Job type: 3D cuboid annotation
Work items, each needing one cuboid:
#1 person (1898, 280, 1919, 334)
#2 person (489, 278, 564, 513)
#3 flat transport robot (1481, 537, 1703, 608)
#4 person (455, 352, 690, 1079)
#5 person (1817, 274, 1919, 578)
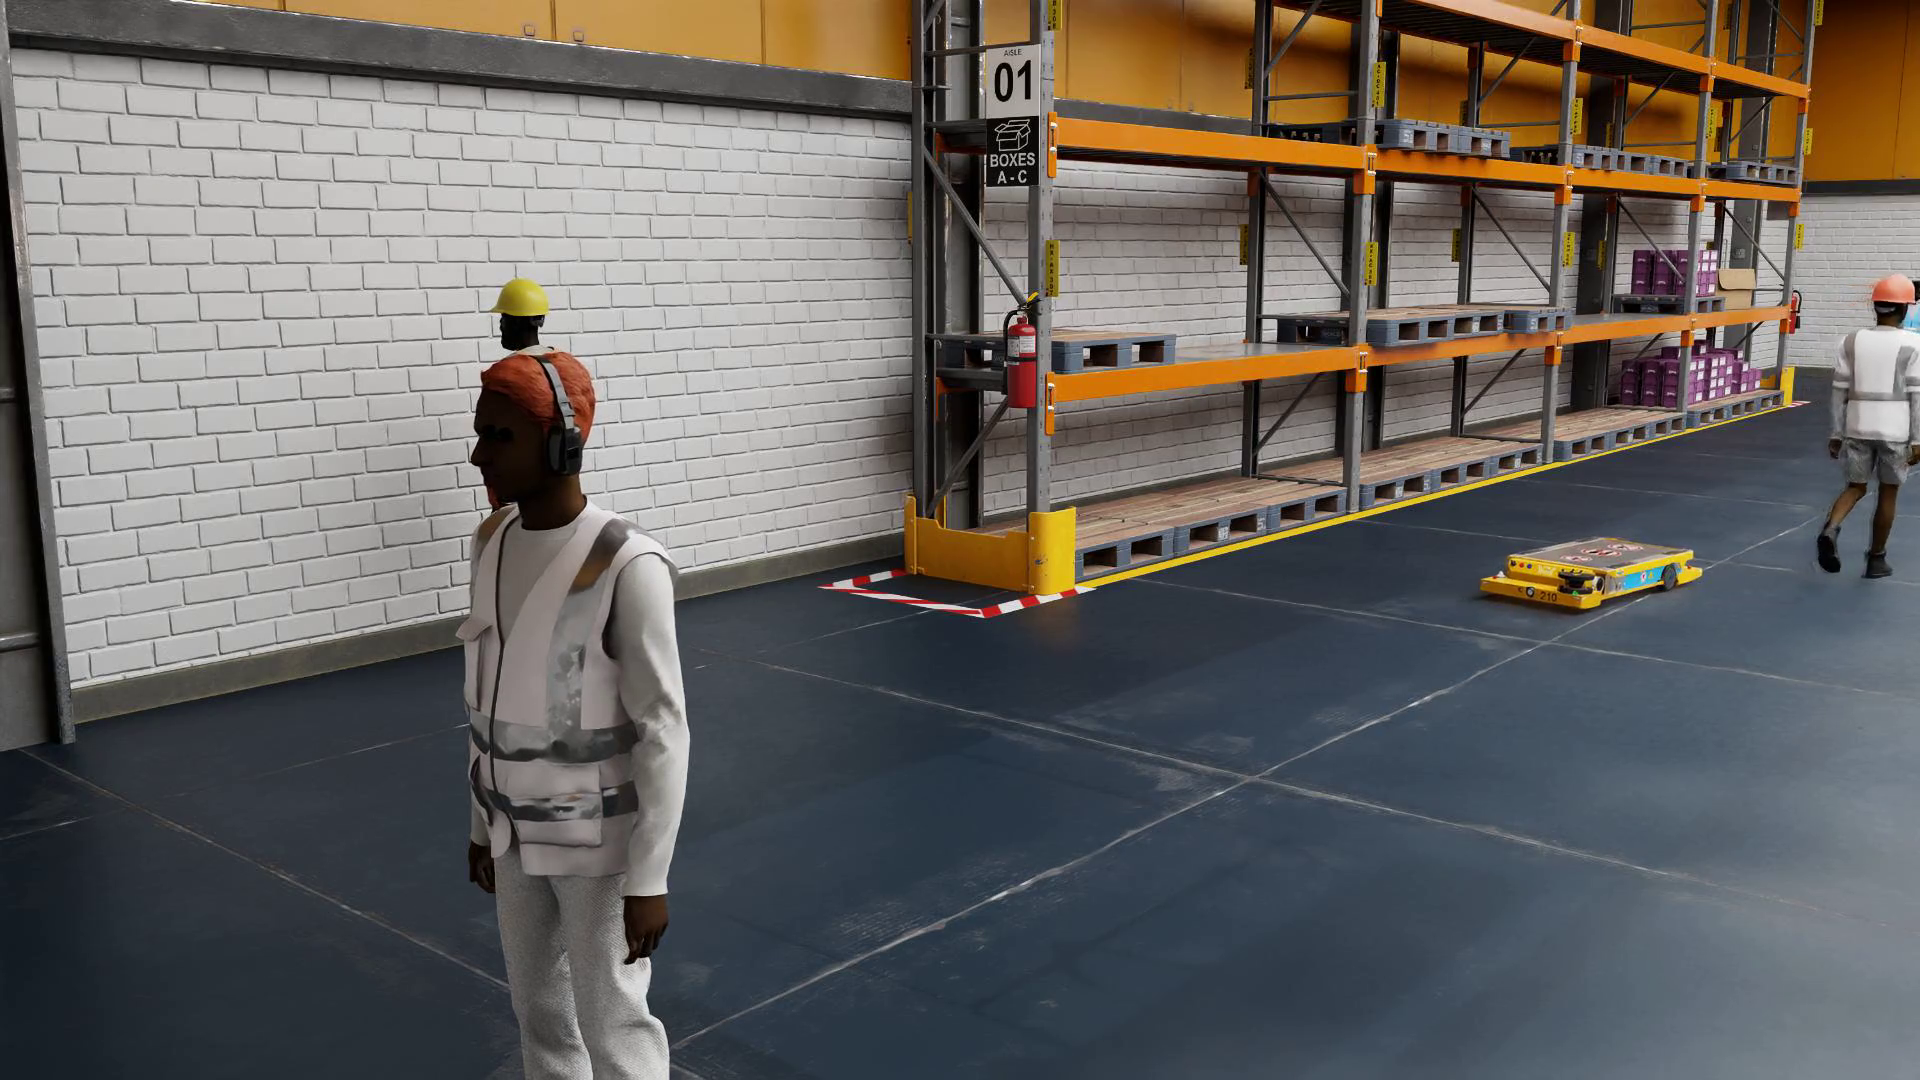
[{"bbox_3d":[12.289,-2.555,21.684,0.536,1.667,0.651,1,10,8],"label":"person"},{"bbox_3d":[-2.072,-0.293,8.062,0.355,1.930,0.587,3,10,17],"label":"person"},{"bbox_3d":[3.853,0.179,10.096,1.431,0.197,0.652,-8,13,-39],"label":"flat transport robot"},{"bbox_3d":[-0.764,0.582,3.211,0.587,1.882,0.341,9,13,40],"label":"person"},{"bbox_3d":[5.669,-0.683,10.326,0.671,1.920,0.550,-8,13,-38],"label":"person"}]
